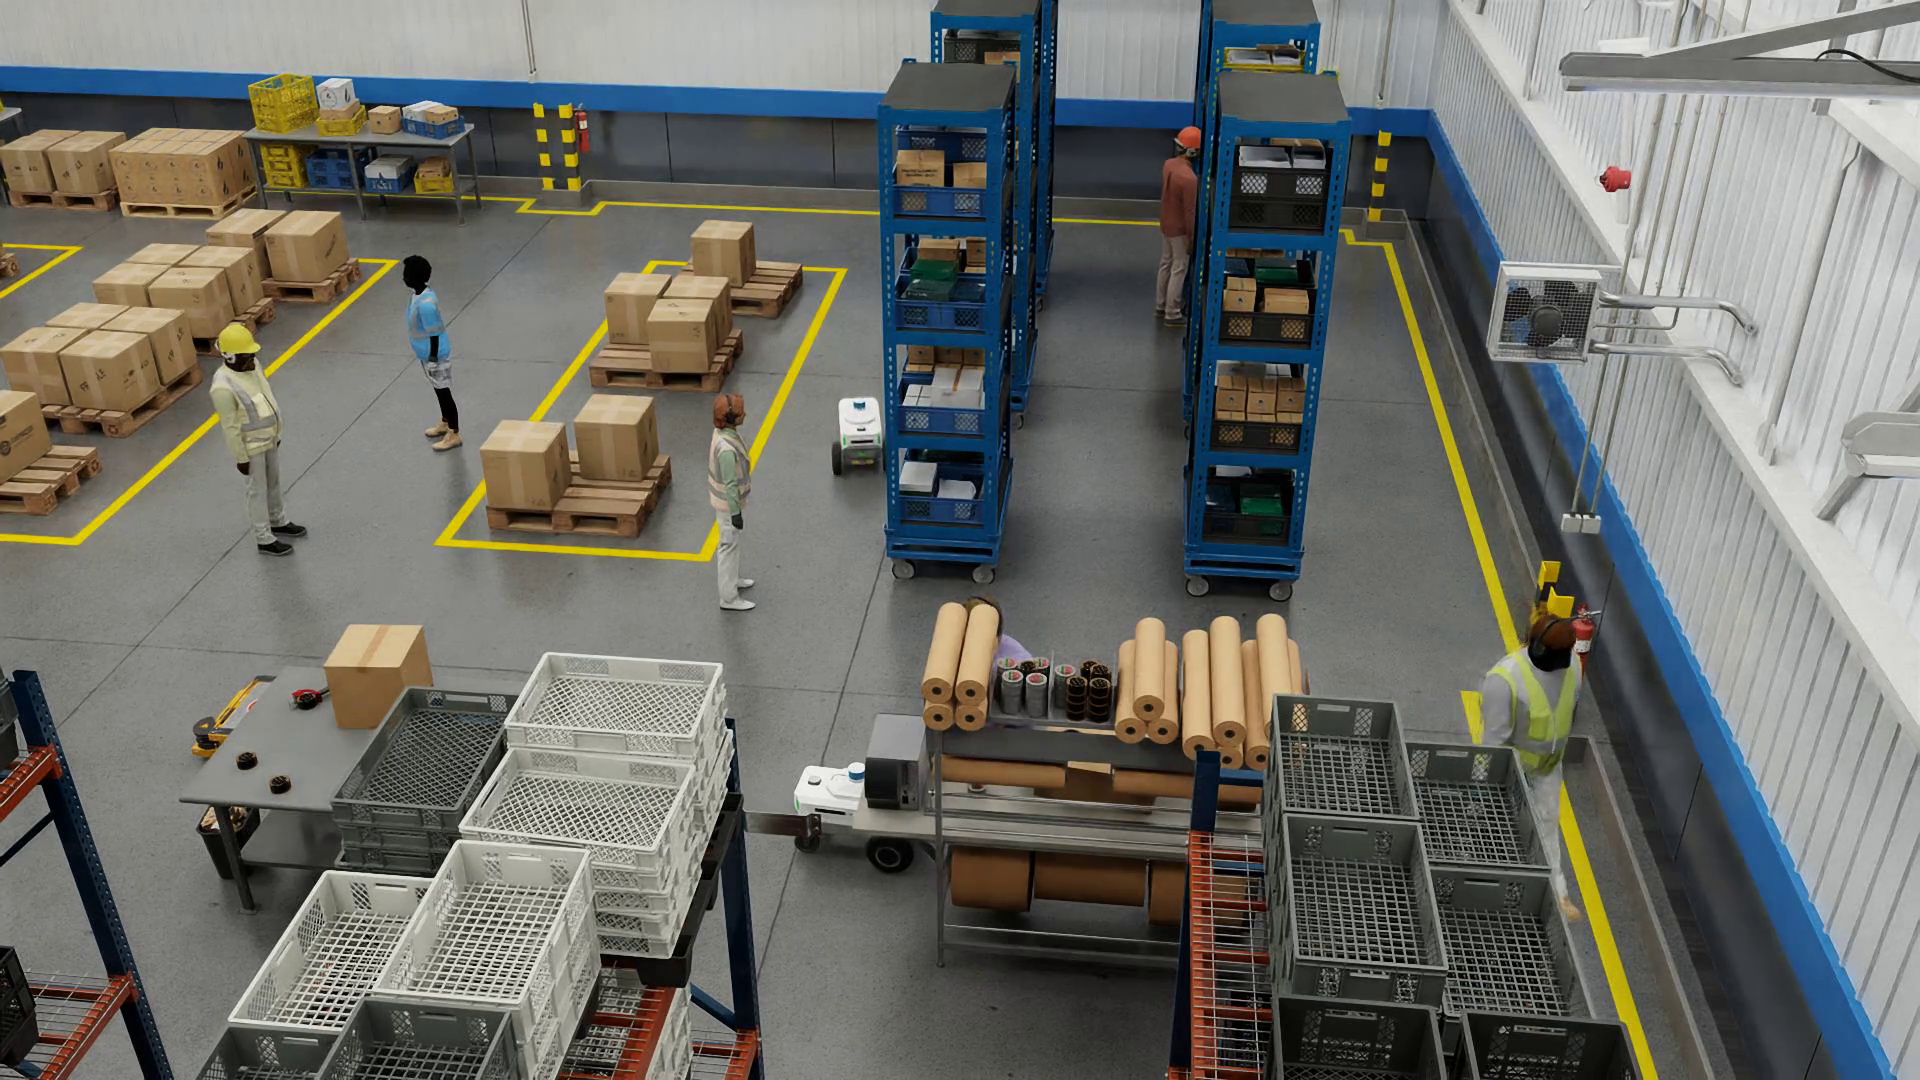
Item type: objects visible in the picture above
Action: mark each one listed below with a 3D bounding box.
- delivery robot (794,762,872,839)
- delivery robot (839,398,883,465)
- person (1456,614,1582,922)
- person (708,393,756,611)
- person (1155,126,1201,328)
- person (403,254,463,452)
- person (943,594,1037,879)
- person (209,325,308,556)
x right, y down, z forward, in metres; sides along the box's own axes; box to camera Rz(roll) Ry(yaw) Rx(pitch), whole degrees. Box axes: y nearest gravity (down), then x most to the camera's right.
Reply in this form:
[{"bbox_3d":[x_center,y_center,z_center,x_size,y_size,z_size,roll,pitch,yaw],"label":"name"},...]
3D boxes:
[{"bbox_3d":[-0.595,1.514,9.675,0.707,0.478,0.477,6,31,10],"label":"delivery robot"},{"bbox_3d":[-0.835,-0.953,13.913,0.477,0.478,0.707,-3,30,-5],"label":"delivery robot"},{"bbox_3d":[3.108,1.237,9.012,0.631,1.805,0.821,-10,32,-17],"label":"person"},{"bbox_3d":[-1.615,-0.277,11.776,0.314,1.634,0.517,-4,30,-7],"label":"person"},{"bbox_3d":[2.150,-3.039,16.182,0.412,1.982,0.622,-10,32,-16],"label":"person"},{"bbox_3d":[-4.439,-1.578,13.945,0.317,1.700,0.538,-13,33,-21],"label":"person"},{"bbox_3d":[0.139,1.105,9.116,0.630,1.930,0.370,18,35,28],"label":"person"},{"bbox_3d":[-5.253,-0.754,12.413,0.403,1.824,0.584,2,30,4],"label":"person"}]
